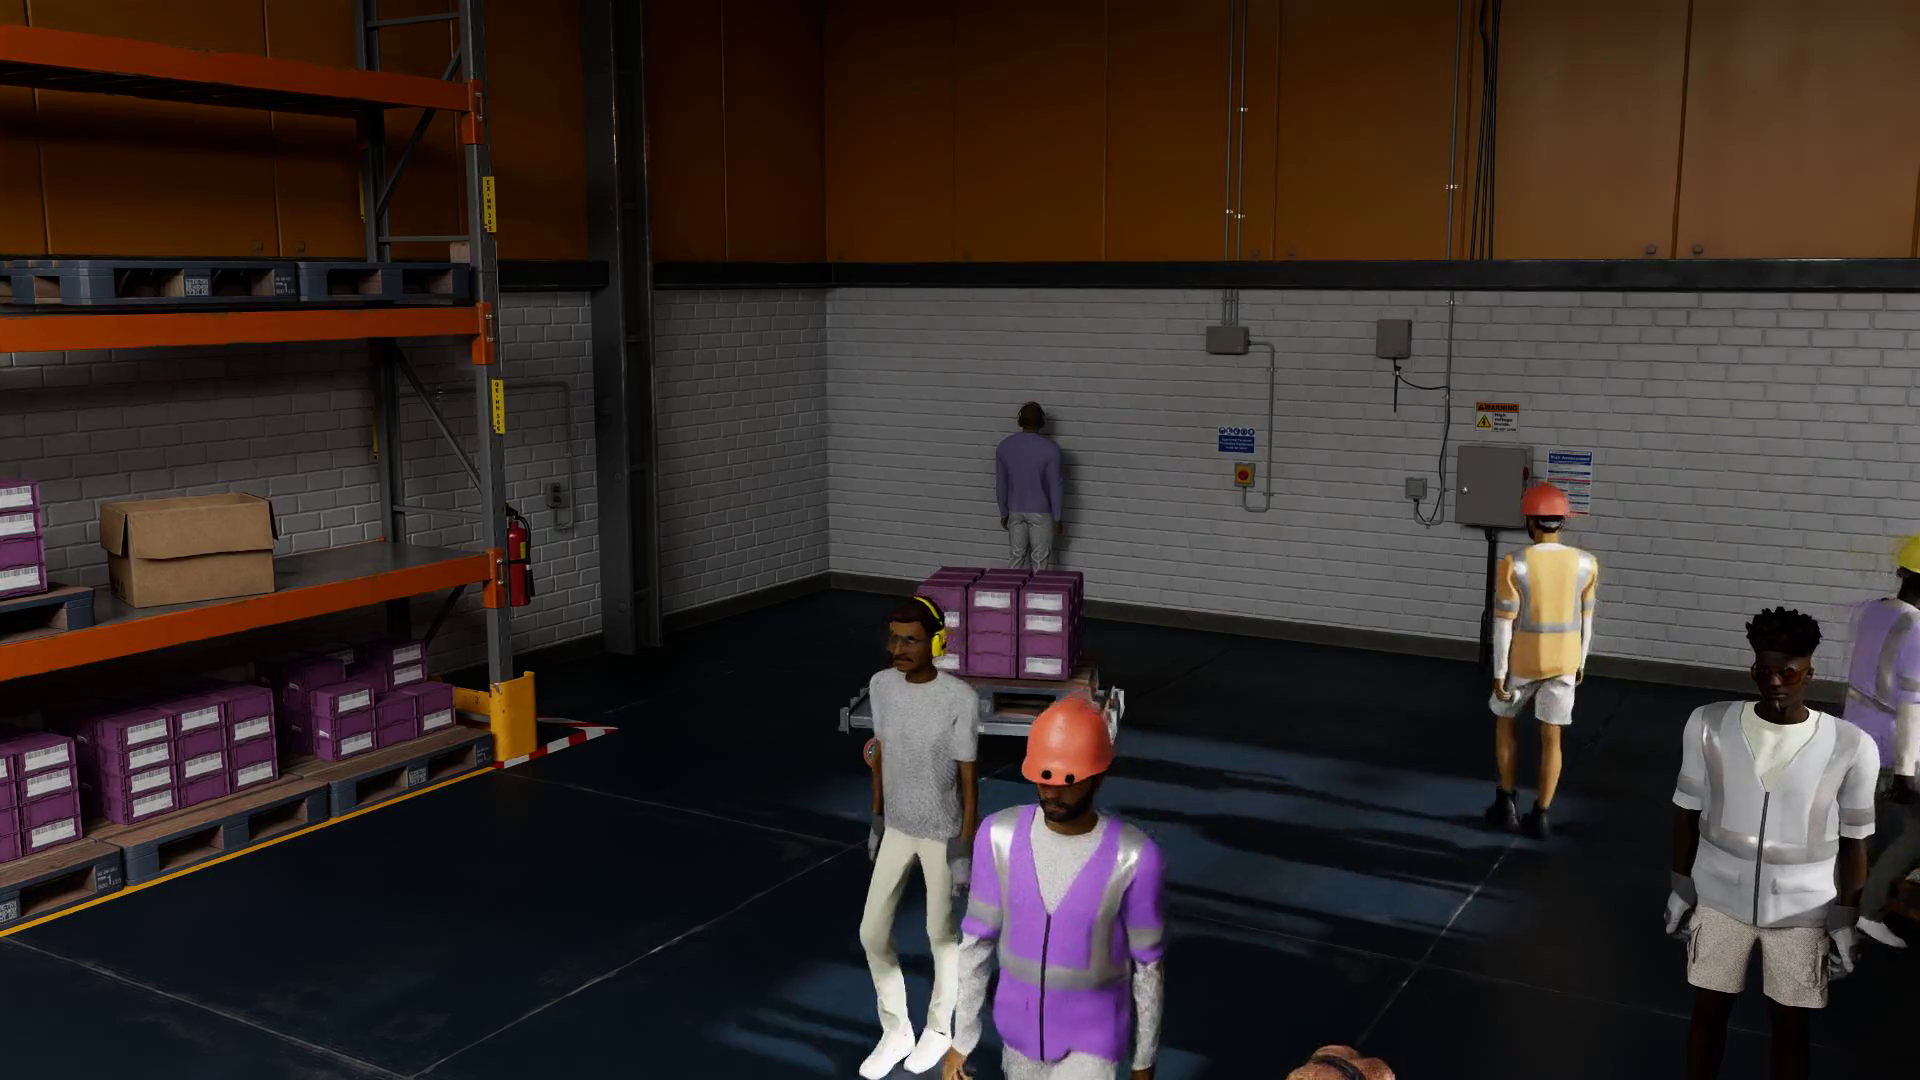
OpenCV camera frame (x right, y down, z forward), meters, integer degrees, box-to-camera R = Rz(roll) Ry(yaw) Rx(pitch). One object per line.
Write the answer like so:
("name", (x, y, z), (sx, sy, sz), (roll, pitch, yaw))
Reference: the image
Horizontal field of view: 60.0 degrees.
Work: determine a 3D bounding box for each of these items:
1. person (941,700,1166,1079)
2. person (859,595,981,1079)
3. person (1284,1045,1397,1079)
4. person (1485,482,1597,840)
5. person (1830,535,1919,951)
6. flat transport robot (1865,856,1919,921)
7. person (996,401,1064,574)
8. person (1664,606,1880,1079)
("person", (0.307, 1.345, 4.705), (0.563, 1.903, 0.973), (4, 10, 24))
("person", (-0.184, 1.124, 6.186), (0.562, 1.849, 0.611), (5, 10, 29))
("person", (0.706, 1.722, 3.135), (0.539, 1.622, 0.496), (8, 12, 41))
("person", (3.113, 0.641, 8.986), (0.556, 1.919, 0.511), (0, 9, 3))
("person", (4.152, 0.905, 7.407), (0.477, 1.901, 0.653), (1, 9, 5))
("flat transport robot", (4.822, 1.693, 7.558), (0.652, 0.197, 1.431), (-5, 10, -29))
("person", (0.610, -0.222, 14.323), (0.636, 1.938, 0.358), (6, 11, 31))
("person", (2.643, 1.182, 5.474), (0.602, 1.967, 0.366), (6, 11, 32))
